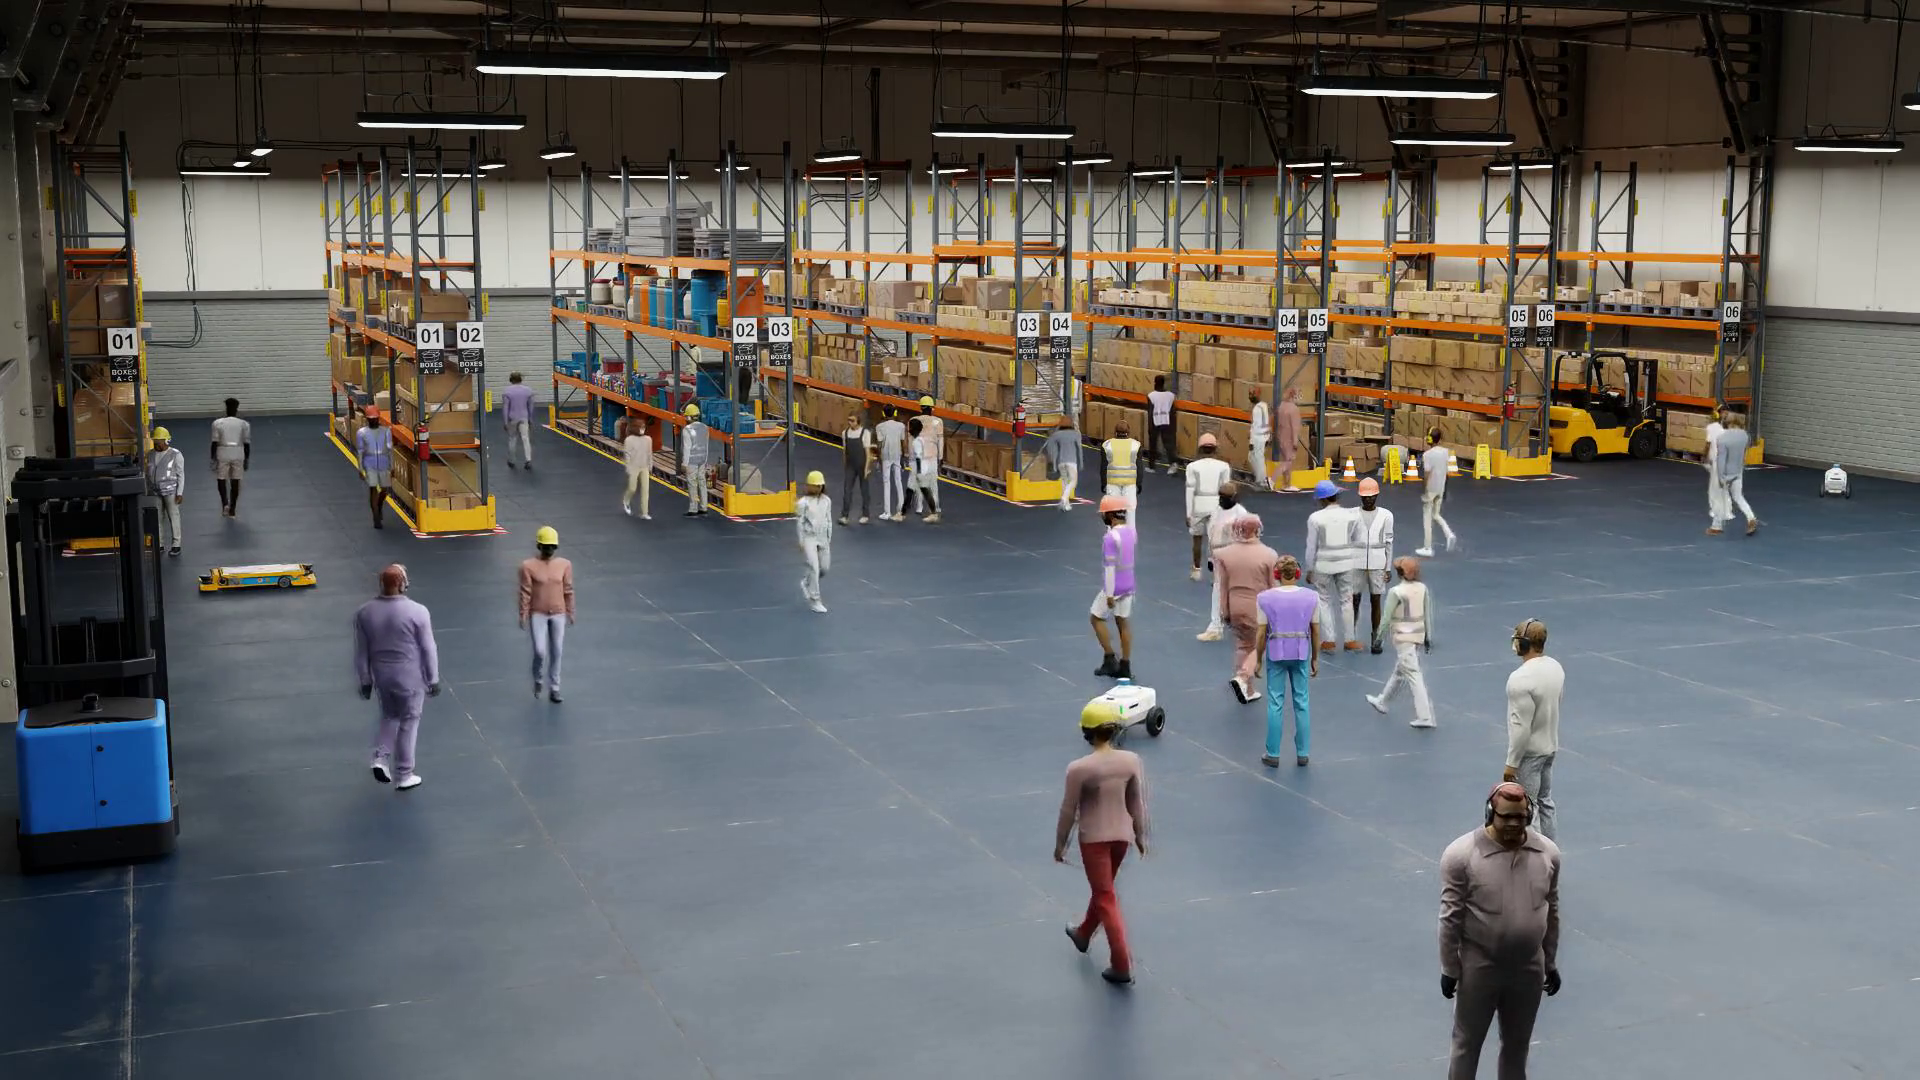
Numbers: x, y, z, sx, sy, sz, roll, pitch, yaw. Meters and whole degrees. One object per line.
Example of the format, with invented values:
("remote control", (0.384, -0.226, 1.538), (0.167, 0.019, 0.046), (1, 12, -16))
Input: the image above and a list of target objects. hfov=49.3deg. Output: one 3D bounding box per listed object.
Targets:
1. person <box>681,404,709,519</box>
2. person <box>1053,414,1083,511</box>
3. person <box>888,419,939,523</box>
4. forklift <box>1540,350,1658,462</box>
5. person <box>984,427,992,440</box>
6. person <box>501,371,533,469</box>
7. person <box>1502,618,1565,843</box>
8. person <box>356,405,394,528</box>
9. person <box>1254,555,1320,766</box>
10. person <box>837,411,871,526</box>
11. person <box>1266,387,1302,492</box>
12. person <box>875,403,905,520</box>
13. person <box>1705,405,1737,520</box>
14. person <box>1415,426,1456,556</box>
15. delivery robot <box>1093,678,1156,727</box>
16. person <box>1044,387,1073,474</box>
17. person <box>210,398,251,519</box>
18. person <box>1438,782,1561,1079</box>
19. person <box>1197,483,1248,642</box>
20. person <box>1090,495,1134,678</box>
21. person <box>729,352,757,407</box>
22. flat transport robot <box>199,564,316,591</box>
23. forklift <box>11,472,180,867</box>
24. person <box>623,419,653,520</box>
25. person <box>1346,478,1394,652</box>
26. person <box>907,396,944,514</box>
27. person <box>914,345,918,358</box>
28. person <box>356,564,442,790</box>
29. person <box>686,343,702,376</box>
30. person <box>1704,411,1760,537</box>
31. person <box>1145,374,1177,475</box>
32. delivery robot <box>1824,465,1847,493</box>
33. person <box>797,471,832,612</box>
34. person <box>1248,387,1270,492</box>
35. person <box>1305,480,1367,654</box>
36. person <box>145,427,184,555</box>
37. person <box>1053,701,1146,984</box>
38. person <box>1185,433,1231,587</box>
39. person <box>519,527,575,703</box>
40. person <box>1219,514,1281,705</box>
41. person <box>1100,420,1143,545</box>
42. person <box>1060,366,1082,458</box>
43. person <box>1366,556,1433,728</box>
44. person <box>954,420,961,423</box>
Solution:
("person", (-4.281, -1.271, 33.676), (0.404, 1.829, 0.600), (5, 10, 31))
("person", (1.743, -1.263, 34.317), (0.509, 1.616, 0.613), (4, 9, 25))
("person", (-0.706, -1.086, 33.041), (0.816, 1.650, 0.538), (1, 9, 8))
("forklift", (12.897, -2.725, 42.309), (2.313, 2.155, 1.214), (-3, 9, -21))
("person", (0.536, -2.860, 43.779), (0.635, 1.976, 0.513), (-6, 10, -33))
("person", (-8.518, -2.315, 40.445), (0.639, 1.901, 1.009), (-5, 10, -29))
("person", (4.024, 1.511, 14.770), (0.354, 1.937, 0.635), (7, 11, 40))
("person", (-9.121, -1.163, 32.659), (0.558, 1.917, 0.607), (-4, 10, -26))
("person", (2.840, 1.048, 18.187), (0.563, 1.839, 0.389), (0, 9, -2))
("person", (-1.640, -1.115, 32.717), (0.539, 1.796, 0.942), (3, 9, 19))
("person", (5.697, -1.756, 36.787), (0.694, 1.873, 0.708), (-3, 9, -17))
("person", (-1.119, -1.260, 33.500), (0.519, 1.865, 0.335), (-4, 9, -23))
("person", (12.169, -1.233, 33.418), (0.541, 1.825, 0.891), (0, 9, -2))
("person", (6.766, -0.689, 29.717), (0.540, 1.856, 0.572), (-5, 10, -31))
("delivery robot", (1.503, 1.510, 19.204), (0.477, 0.478, 0.707), (5, 10, 32))
("person", (1.848, -2.221, 39.697), (0.630, 1.931, 0.467), (-2, 9, -13))
("person", (-11.692, -1.304, 33.568), (0.662, 1.936, 0.548), (-5, 10, -28))
("person", (2.746, 2.153, 10.609), (0.651, 1.904, 0.402), (-1, 9, -9))
("person", (3.100, 0.230, 23.789), (0.838, 1.803, 0.620), (-3, 9, -20))
("person", (1.586, 0.480, 21.715), (0.501, 1.912, 0.550), (7, 11, 37))
("person", (-5.432, -4.149, 52.314), (0.692, 2.000, 0.979), (1, 9, 6))
("flat transport robot", (-9.181, 0.476, 27.349), (1.431, 0.197, 0.652), (-3, 9, -21))
("forklift", (-6.630, 0.886, 15.957), (1.129, 2.768, 1.873), (-3, 9, -21))
("person", (-5.192, -1.155, 33.673), (0.507, 1.614, 0.648), (-6, 10, -33))
("person", (4.477, 0.274, 23.025), (0.553, 1.935, 0.361), (2, 9, 11))
("person", (-0.558, -1.384, 34.135), (0.589, 1.919, 0.392), (1, 9, 6))
("person", (-1.028, -4.047, 52.551), (0.902, 1.718, 0.538), (-4, 9, -22))
("person", (-4.646, 1.136, 17.427), (0.652, 1.891, 0.436), (3, 9, 17))
("person", (-6.934, -4.404, 54.601), (0.404, 1.822, 0.587), (1, 9, 5))
("person", (11.660, -0.985, 31.526), (0.635, 1.913, 0.834), (-4, 9, -24))
("person", (3.821, -2.192, 39.652), (0.595, 1.889, 0.928), (-4, 9, -24))
("delivery robot", (15.222, -1.069, 36.399), (0.477, 0.478, 0.707), (3, 9, 22))
("person", (-1.804, -0.006, 25.605), (0.491, 1.725, 0.593), (-7, 11, -38))
("person", (5.227, -1.776, 36.921), (0.548, 1.862, 0.603), (3, 9, 20))
("person", (4.154, 0.299, 22.985), (0.762, 1.915, 0.374), (-1, 9, -9))
("person", (-11.352, -0.699, 29.854), (0.589, 1.834, 0.403), (2, 9, 12))
("person", (0.838, 1.857, 13.147), (0.547, 1.716, 0.888), (-5, 10, -31))
("person", (3.248, -0.395, 27.320), (0.610, 2.002, 0.990), (-1, 9, -6))
("person", (-4.048, 0.733, 20.575), (0.554, 1.752, 0.387), (-4, 10, -27))
("person", (2.812, 0.691, 20.412), (0.655, 1.886, 0.637), (7, 11, 39))
("person", (2.371, -0.835, 30.737), (0.634, 1.842, 0.429), (0, 9, 3))
("person", (2.213, -2.601, 42.371), (0.573, 1.884, 0.359), (-4, 9, -26))
("person", (4.158, 0.943, 19.721), (0.518, 1.581, 0.897), (-7, 11, -39))
("person", (-0.066, -3.794, 49.980), (0.640, 1.981, 0.519), (-4, 10, -26))
